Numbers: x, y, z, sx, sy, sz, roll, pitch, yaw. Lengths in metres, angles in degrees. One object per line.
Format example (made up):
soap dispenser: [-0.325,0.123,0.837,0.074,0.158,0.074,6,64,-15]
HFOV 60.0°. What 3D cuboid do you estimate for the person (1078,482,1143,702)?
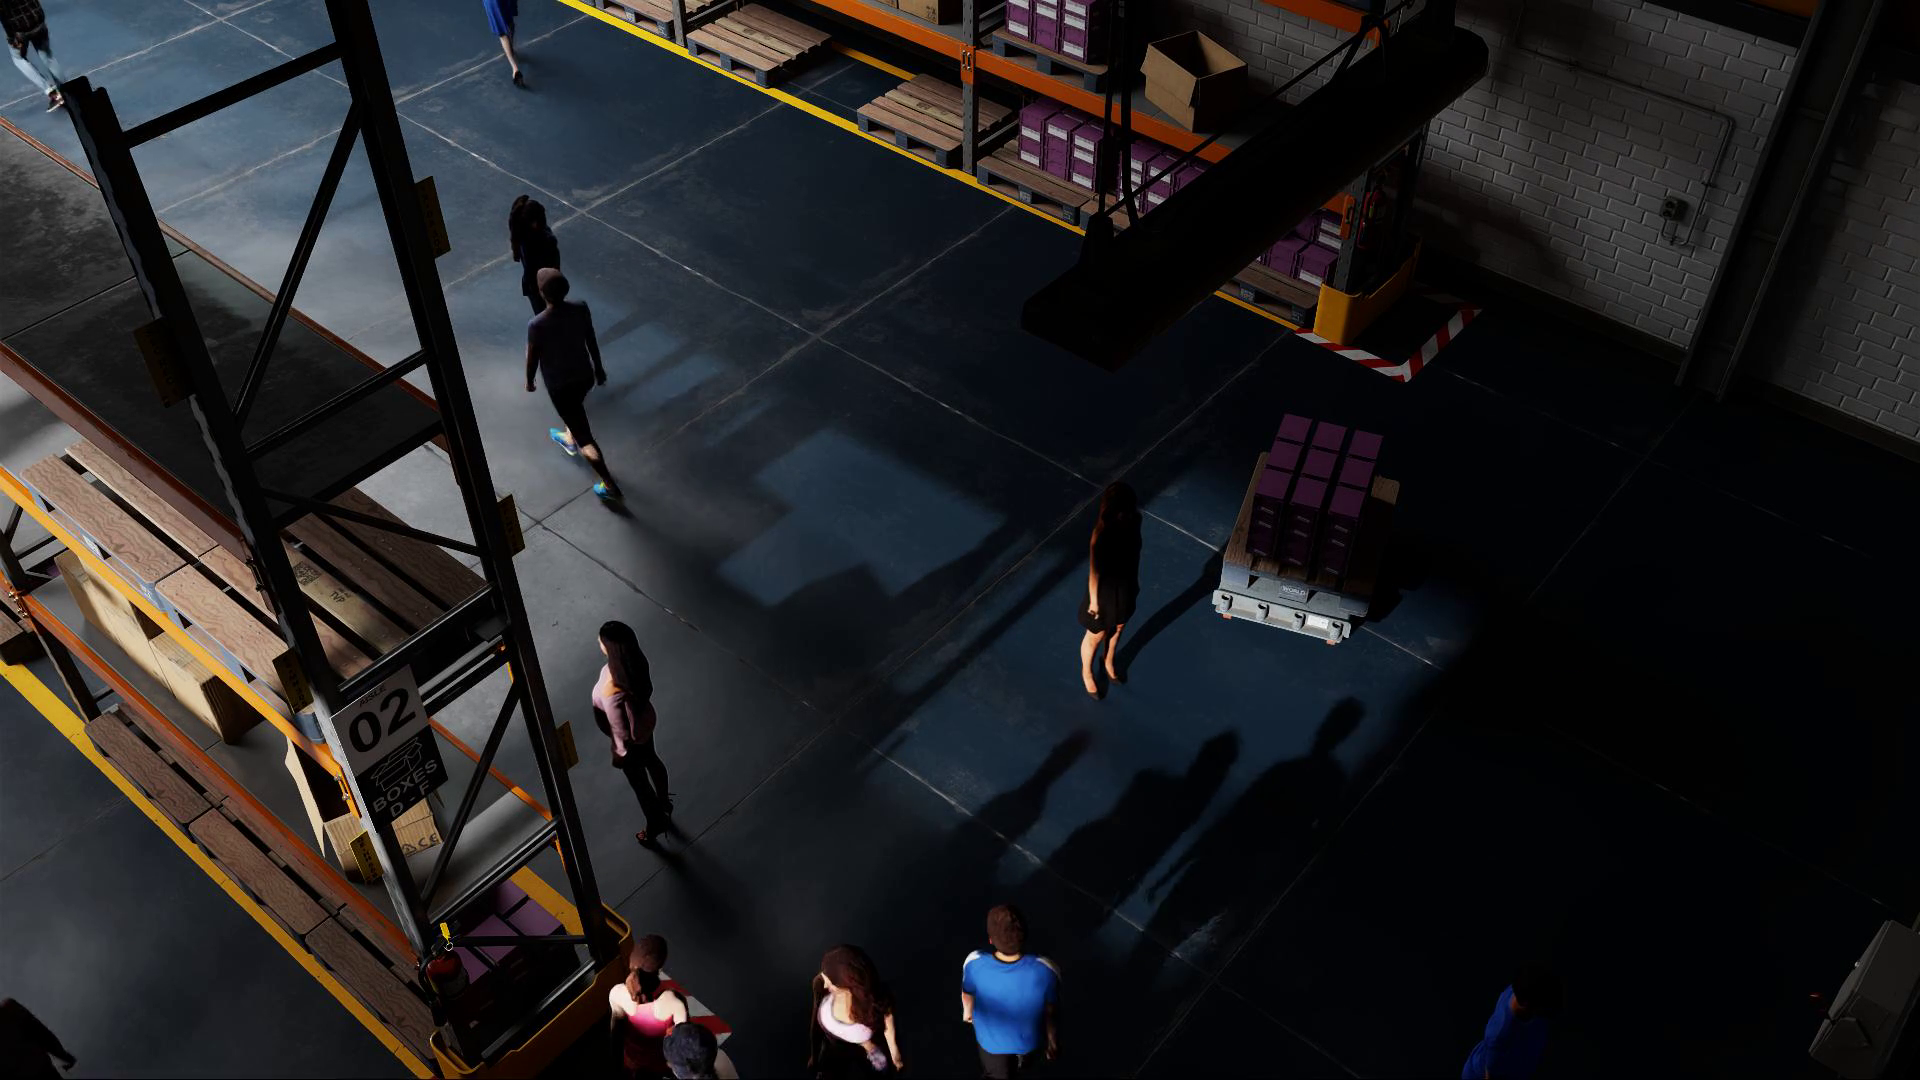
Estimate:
person: [0.959,0.330,10.557,0.600,1.834,0.564,-31,52,-28]

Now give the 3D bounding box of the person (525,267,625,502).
person: [-2.767,-1.086,12.041,1.267,1.838,0.717,33,53,30]

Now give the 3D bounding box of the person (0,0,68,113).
person: [-8.992,-4.977,16.149,0.752,1.806,0.738,20,47,20]

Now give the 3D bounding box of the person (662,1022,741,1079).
person: [-1.038,2.860,7.874,0.923,1.872,0.871,-20,47,-20]

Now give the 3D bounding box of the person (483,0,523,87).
person: [-4.595,-5.404,16.610,0.884,1.788,1.182,-22,48,-22]

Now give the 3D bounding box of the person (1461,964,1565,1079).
person: [2.598,2.624,8.123,0.605,1.869,0.640,23,48,22]

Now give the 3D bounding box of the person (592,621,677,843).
person: [-1.901,1.131,9.733,0.691,1.811,0.702,9,44,9]

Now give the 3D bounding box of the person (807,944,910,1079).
person: [-0.534,2.511,8.325,0.710,1.756,0.824,3,44,3]

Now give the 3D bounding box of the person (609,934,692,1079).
person: [-1.495,2.602,8.242,0.797,1.738,0.875,1,44,1]

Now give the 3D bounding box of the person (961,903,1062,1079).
person: [0.242,2.522,8.261,1.157,1.827,1.146,3,44,3]

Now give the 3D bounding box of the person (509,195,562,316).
person: [-3.295,-2.012,13.170,0.679,1.622,0.686,12,45,12]
